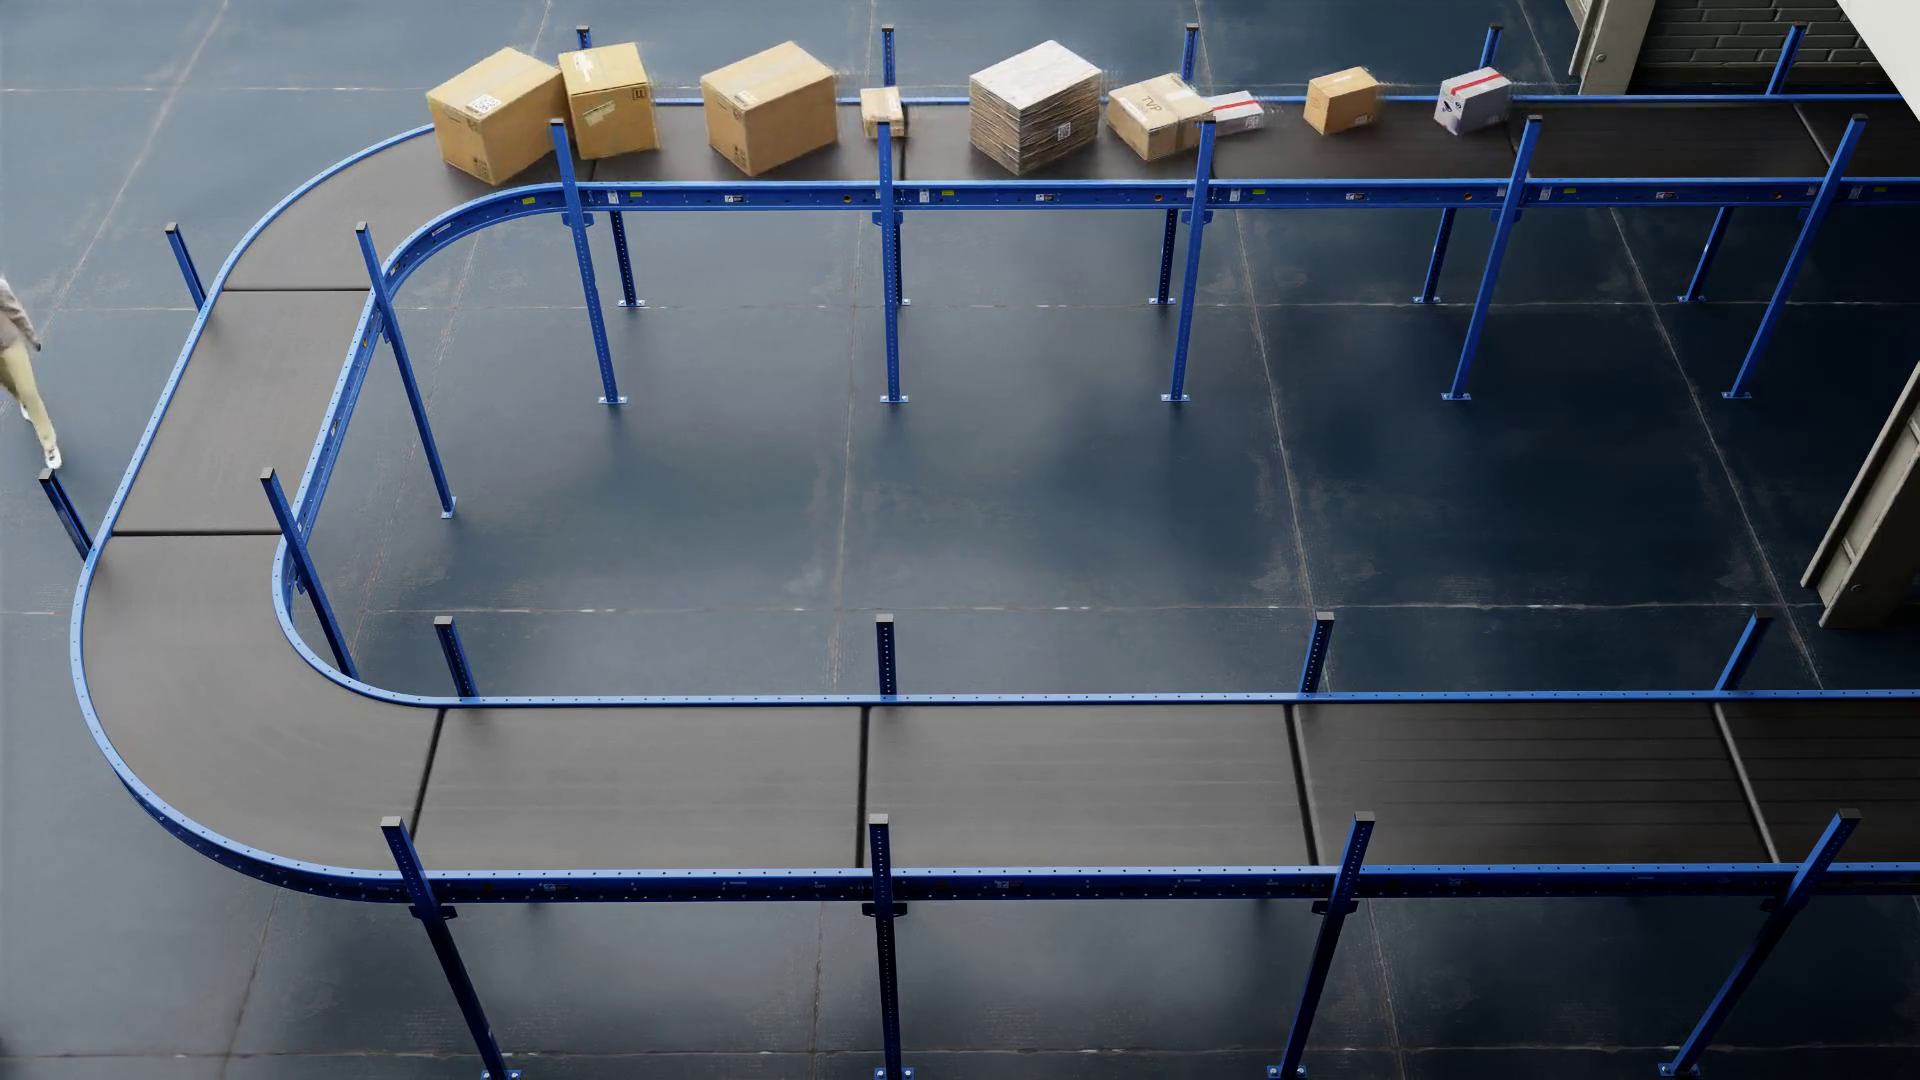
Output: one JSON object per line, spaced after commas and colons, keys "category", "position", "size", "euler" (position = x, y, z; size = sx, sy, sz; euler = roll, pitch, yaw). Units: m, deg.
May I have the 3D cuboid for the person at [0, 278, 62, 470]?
{"category": "person", "position": [-6.404, -1.286, 11.388], "size": [0.520, 1.591, 0.863], "euler": [-18, 50, -16]}
